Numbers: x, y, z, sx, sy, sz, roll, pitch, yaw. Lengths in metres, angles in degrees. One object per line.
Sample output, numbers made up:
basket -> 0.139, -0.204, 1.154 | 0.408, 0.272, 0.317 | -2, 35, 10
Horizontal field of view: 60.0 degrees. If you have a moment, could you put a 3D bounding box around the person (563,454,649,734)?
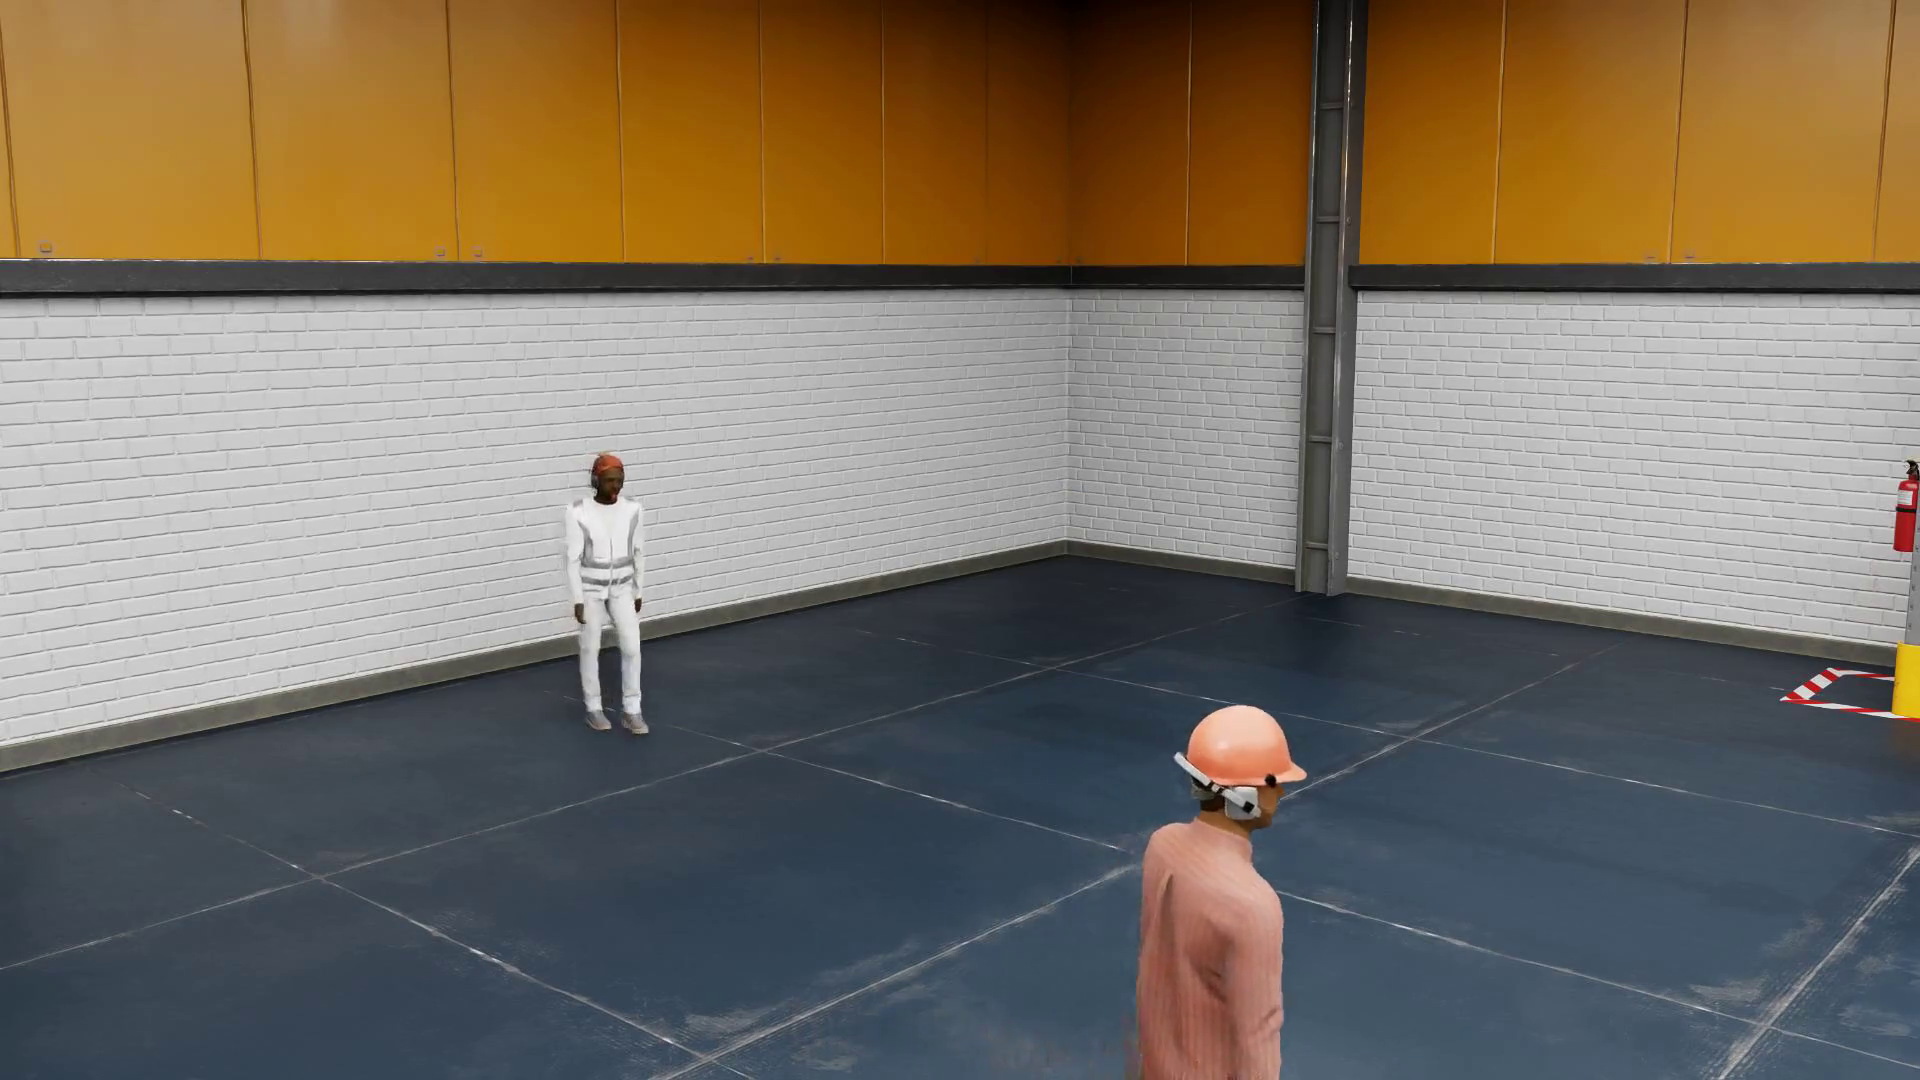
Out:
person -> -2.304, 0.370, 10.944 | 0.588, 1.856, 0.739 | -5, 10, -30

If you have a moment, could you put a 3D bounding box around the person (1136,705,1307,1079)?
person -> 0.566, 1.388, 4.252 | 0.837, 1.969, 0.625 | -3, 9, -16
